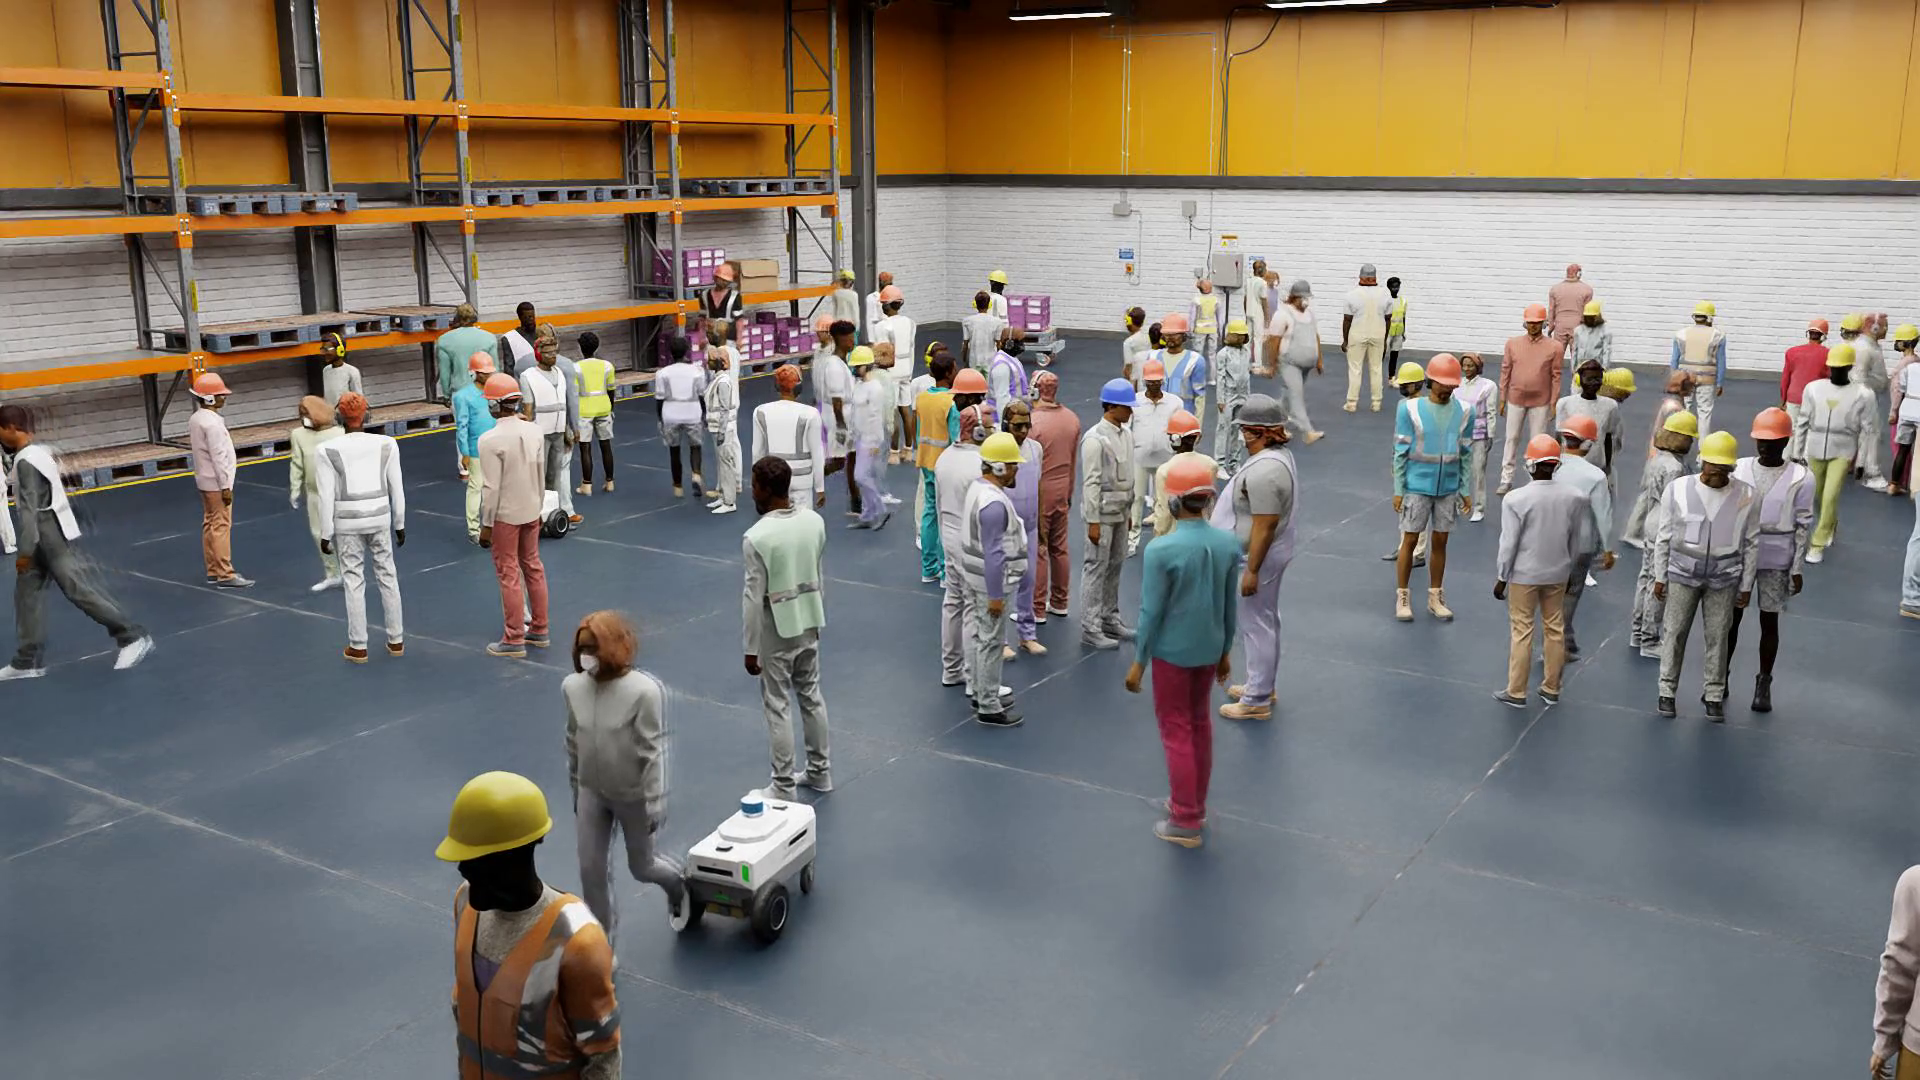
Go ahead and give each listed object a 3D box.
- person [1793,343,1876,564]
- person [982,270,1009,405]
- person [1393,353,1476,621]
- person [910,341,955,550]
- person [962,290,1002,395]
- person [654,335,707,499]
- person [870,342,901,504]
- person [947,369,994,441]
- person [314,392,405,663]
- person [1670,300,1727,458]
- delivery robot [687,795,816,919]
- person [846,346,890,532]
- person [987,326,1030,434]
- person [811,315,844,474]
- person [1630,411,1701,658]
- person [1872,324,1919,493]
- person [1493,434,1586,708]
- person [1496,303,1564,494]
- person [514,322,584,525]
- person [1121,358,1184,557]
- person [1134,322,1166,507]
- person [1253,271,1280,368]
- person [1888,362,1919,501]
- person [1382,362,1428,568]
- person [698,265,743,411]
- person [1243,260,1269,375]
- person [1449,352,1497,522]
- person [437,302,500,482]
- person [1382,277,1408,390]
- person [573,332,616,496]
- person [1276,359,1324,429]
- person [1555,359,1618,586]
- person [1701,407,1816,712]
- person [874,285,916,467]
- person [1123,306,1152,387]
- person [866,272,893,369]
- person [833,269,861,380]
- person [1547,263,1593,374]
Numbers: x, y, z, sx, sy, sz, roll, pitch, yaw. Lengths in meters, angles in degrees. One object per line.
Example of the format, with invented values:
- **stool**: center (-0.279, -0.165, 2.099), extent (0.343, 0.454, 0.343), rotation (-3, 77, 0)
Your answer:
- **person**: center (7.622, -0.781, 14.515), extent (0.862, 1.901, 0.598), rotation (-12, 17, -42)
- **person**: center (0.496, -2.786, 23.161), extent (0.380, 1.917, 0.586), rotation (-10, 16, -37)
- **person**: center (3.562, -0.392, 12.508), extent (0.605, 2.040, 0.388), rotation (-1, 13, -4)
- **person**: center (-0.210, -0.834, 14.817), extent (0.512, 1.865, 0.328), rotation (-10, 16, -36)
- **person**: center (0.278, -2.136, 20.489), extent (0.499, 1.858, 0.333), rotation (1, 13, 2)
- **person**: center (-2.831, -1.230, 16.900), extent (0.546, 1.684, 0.466), rotation (-3, 13, -13)
- **person**: center (-0.772, -1.190, 16.860), extent (0.268, 1.632, 0.507), rotation (-4, 14, -17)
- **person**: center (0.079, -0.305, 12.356), extent (0.355, 1.939, 0.543), rotation (-1, 13, -5)
- **person**: center (-4.139, -0.087, 11.528), extent (0.585, 1.882, 0.337), rotation (-9, 16, -34)
- **person**: center (8.585, -1.866, 19.361), extent (0.594, 1.828, 0.403), rotation (9, 16, 35)
- **delivery robot**: center (-0.952, 1.423, 7.686), extent (0.477, 0.478, 0.707), rotation (5, 14, 22)
- **person**: center (-0.892, -0.937, 15.502), extent (0.348, 1.757, 0.559), rotation (-6, 14, -23)
- **person**: center (0.486, -1.191, 16.432), extent (0.430, 1.836, 0.626), rotation (2, 13, 10)
- **person**: center (-1.488, -1.604, 18.399), extent (0.345, 1.748, 0.575), rotation (-9, 16, -33)
- **person**: center (4.958, -0.041, 11.653), extent (0.313, 1.734, 0.494), rotation (2, 13, 8)
- **person**: center (9.791, -1.361, 17.328), extent (0.341, 1.760, 0.525), rotation (11, 17, 40)
- **person**: center (3.658, 0.196, 10.581), extent (0.563, 1.753, 0.335), rotation (-3, 13, -11)
- **person**: center (5.869, -1.444, 17.168), extent (0.609, 1.995, 0.375), rotation (6, 14, 24)
- **person**: center (-3.880, -1.085, 15.734), extent (0.637, 1.938, 0.355), rotation (4, 13, 15)
- **person**: center (1.674, -0.715, 14.537), extent (0.573, 1.750, 0.329), rotation (-1, 13, -2)
- **person**: center (1.932, -1.252, 16.651), extent (0.322, 1.856, 0.529), rotation (-11, 17, -40)
- **person**: center (5.148, -3.626, 27.490), extent (0.517, 1.603, 0.676), rotation (-10, 16, -36)
- **person**: center (9.798, -1.237, 16.956), extent (0.319, 1.686, 0.539), rotation (-5, 14, -22)
- **person**: center (3.843, -0.644, 14.226), extent (0.345, 1.758, 0.532), rotation (-4, 13, -15)
- **person**: center (-3.330, -2.752, 22.832), extent (0.641, 2.001, 0.734), rotation (1, 13, 5)
- **person**: center (4.771, -3.576, 26.759), extent (0.344, 1.839, 0.504), rotation (-8, 15, -32)
- **person**: center (4.902, -0.997, 16.031), extent (0.524, 1.633, 0.315), rotation (10, 16, 36)
- **person**: center (-5.268, -1.587, 17.912), extent (0.630, 1.940, 0.371), rotation (-4, 14, -17)
- **person**: center (6.496, -3.116, 25.073), extent (0.540, 1.695, 0.317), rotation (-4, 14, -18)
- **person**: center (-3.814, -1.306, 17.222), extent (0.541, 1.695, 0.315), rotation (-10, 16, -36)
- **person**: center (4.364, -2.358, 21.581), extent (0.520, 1.784, 0.993), rotation (-4, 14, -17)
- **person**: center (5.074, -0.547, 13.550), extent (0.519, 1.873, 0.335), rotation (0, 13, 2)
- **person**: center (5.042, 0.123, 10.498), extent (0.544, 1.939, 0.372), rotation (9, 16, 35)
- **person**: center (-0.764, -1.852, 18.834), extent (0.396, 2.044, 0.609), rotation (10, 17, 38)
- **person**: center (1.976, -1.652, 18.399), extent (0.403, 1.851, 0.582), rotation (12, 17, 42)
- **person**: center (-1.090, -2.872, 23.647), extent (0.444, 1.873, 0.594), rotation (11, 17, 39)
- **person**: center (-1.809, -3.339, 25.944), extent (0.581, 1.734, 0.551), rotation (10, 16, 37)
- **person**: center (9.130, -3.176, 24.897), extent (0.640, 1.901, 0.401), rotation (8, 15, 30)
